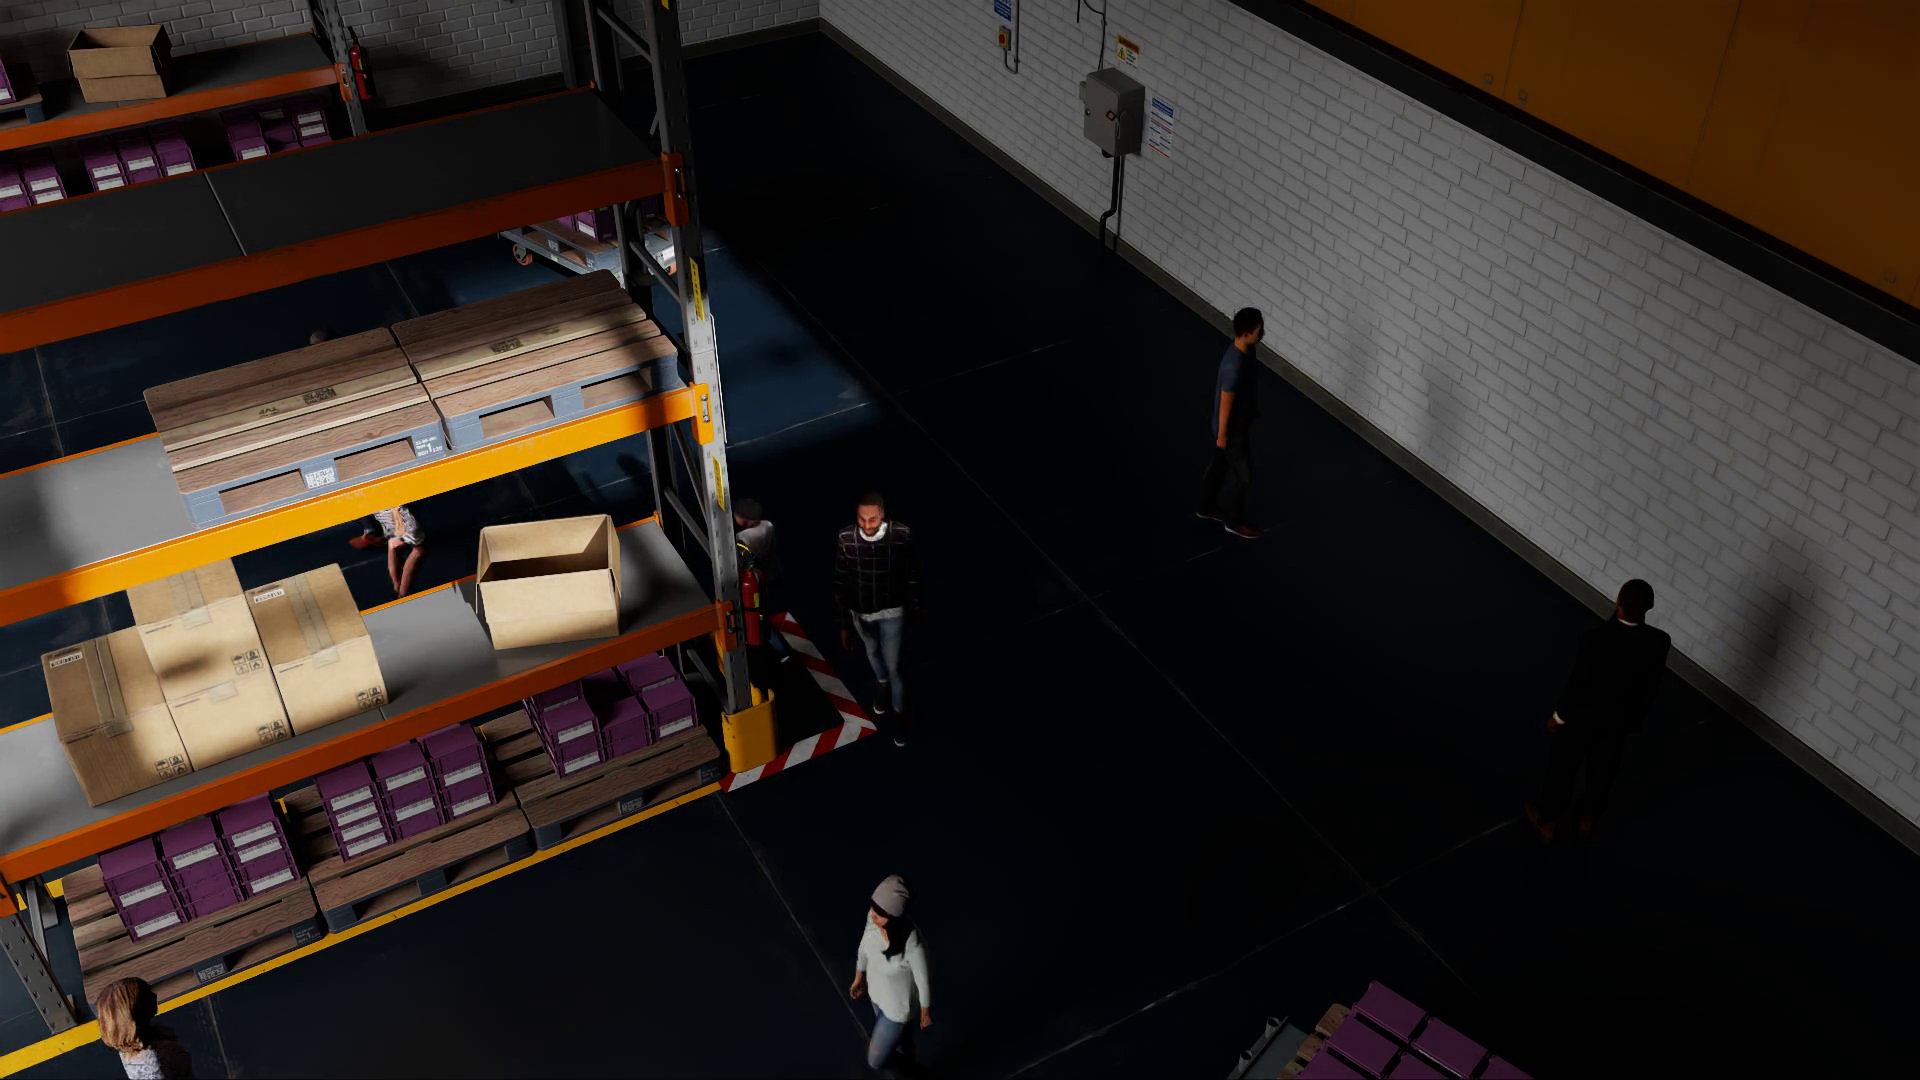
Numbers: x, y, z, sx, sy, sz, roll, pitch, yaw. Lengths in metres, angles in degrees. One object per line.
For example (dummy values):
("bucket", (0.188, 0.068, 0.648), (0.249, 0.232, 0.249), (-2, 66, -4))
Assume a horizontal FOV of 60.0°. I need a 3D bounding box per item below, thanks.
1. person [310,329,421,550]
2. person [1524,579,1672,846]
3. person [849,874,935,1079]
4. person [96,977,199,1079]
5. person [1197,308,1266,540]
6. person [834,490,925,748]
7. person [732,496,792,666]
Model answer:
("person", (-4.067, -0.669, 11.582), (0.922, 1.796, 0.863), (11, 40, 13))
("person", (3.621, 0.979, 9.432), (0.731, 1.904, 0.860), (-1, 39, -1))
("person", (-0.265, 2.188, 8.135), (0.582, 1.633, 0.579), (-23, 44, -26))
("person", (-3.569, 2.618, 7.476), (0.857, 1.783, 0.645), (-24, 44, -27))
("person", (1.858, -0.855, 11.811), (0.942, 1.800, 0.881), (12, 40, 14))
("person", (-0.493, 0.343, 10.314), (0.936, 1.796, 0.978), (3, 39, 3))
("person", (-1.297, 0.271, 10.848), (0.692, 1.243, 0.839), (29, 47, 31))
